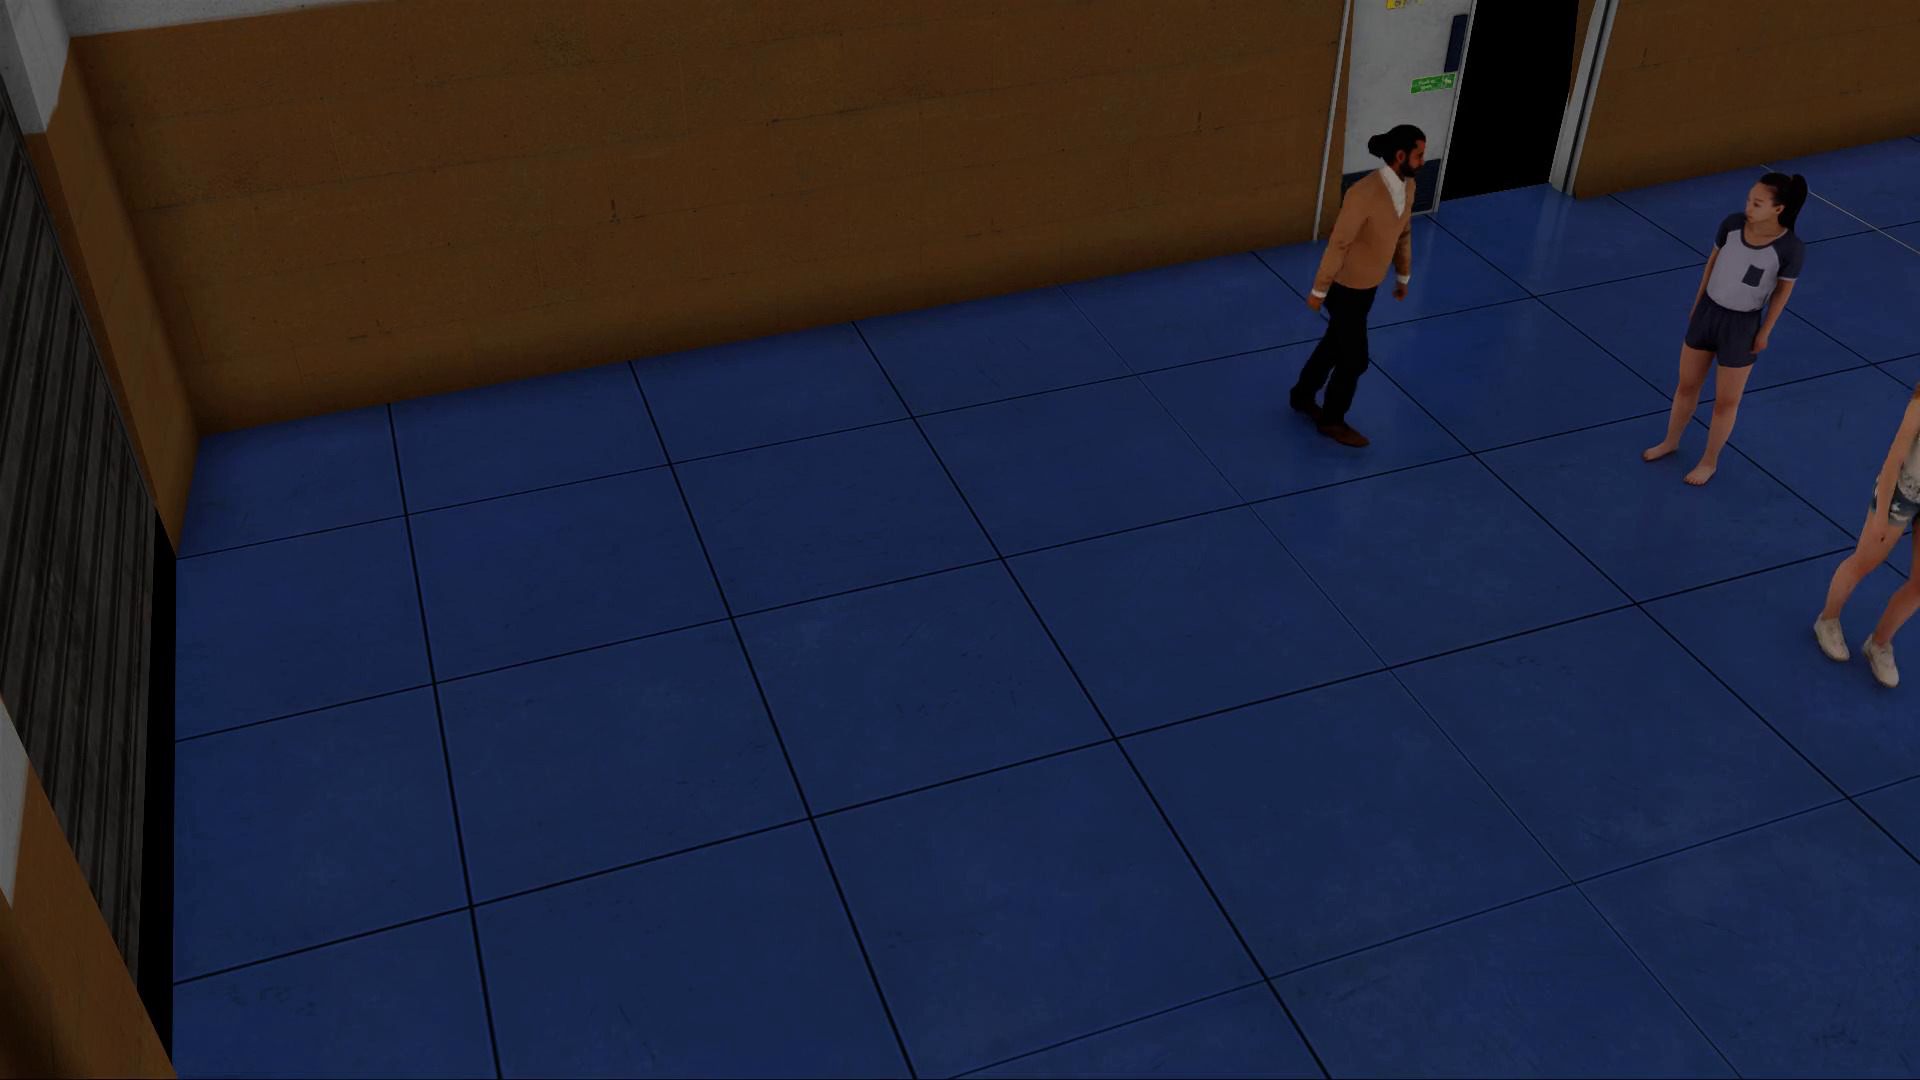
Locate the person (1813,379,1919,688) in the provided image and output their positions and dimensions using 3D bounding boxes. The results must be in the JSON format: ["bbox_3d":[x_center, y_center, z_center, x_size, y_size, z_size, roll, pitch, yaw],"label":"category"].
[{"bbox_3d":[3.955,-0.217,6.988,0.758,1.741,0.805,0,37,-1],"label":"person"}]

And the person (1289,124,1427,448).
[{"bbox_3d":[1.931,-1.302,8.452,0.863,1.719,0.942,-28,45,-32],"label":"person"}]

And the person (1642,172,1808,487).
[{"bbox_3d":[3.778,-1.047,8.169,0.700,1.651,0.535,-22,42,-26],"label":"person"}]
